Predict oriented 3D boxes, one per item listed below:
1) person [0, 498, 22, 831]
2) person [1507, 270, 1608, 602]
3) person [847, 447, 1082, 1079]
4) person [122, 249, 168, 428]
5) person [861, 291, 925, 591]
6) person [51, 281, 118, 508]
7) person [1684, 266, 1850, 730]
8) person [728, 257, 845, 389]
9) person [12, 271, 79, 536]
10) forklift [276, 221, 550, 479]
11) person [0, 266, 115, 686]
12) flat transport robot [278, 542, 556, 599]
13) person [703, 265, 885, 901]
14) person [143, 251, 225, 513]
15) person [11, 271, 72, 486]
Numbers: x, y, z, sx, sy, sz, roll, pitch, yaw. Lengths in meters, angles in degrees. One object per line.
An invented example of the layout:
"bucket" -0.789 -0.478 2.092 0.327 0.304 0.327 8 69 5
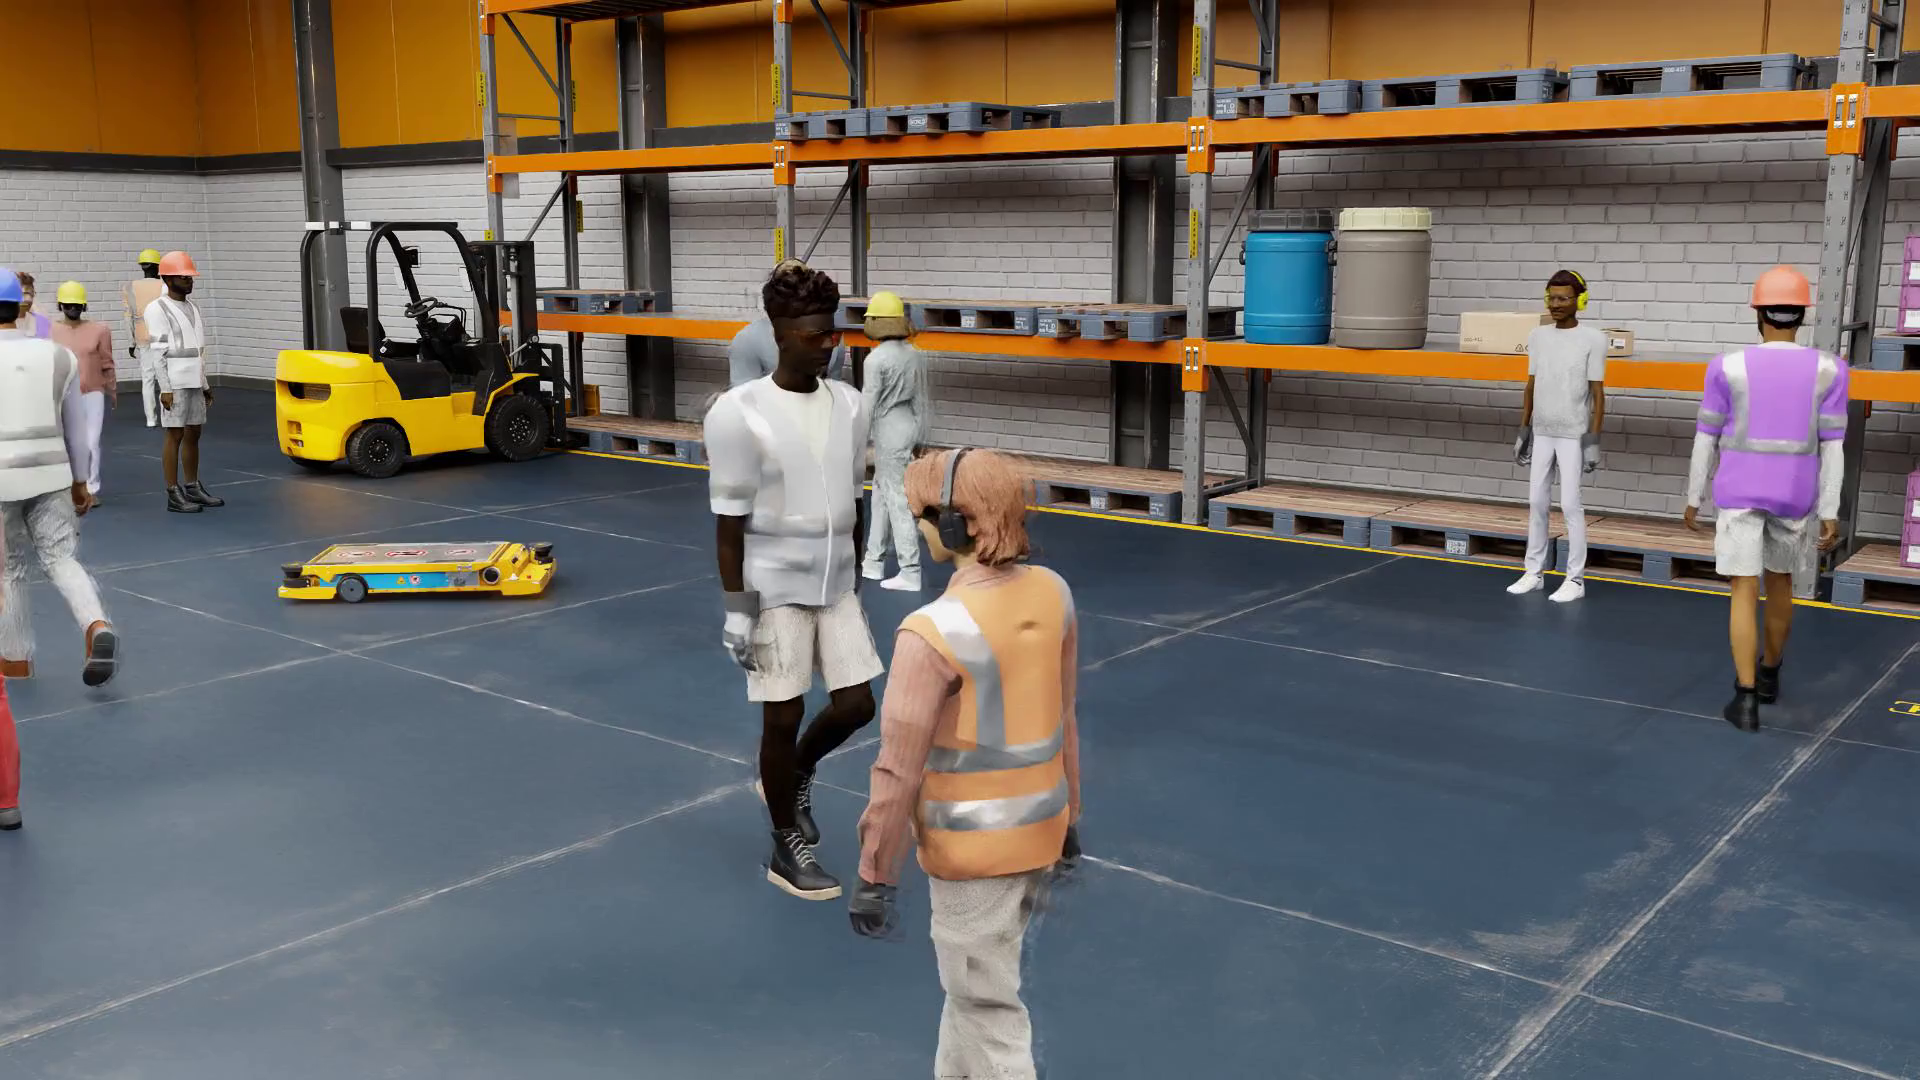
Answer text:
"person" -3.429 0.158 5.522 0.321 1.766 0.535 4 11 23
"person" 3.371 -0.582 9.371 0.319 1.860 0.510 -7 12 -34
"person" -0.048 0.613 3.364 0.633 1.617 0.545 7 12 35
"person" -8.690 -2.169 17.979 0.585 1.921 0.383 -2 10 -11
"person" -0.494 -0.573 9.666 0.711 1.717 0.507 6 12 28
"person" -6.817 -1.141 12.864 0.541 1.717 0.889 -5 11 -26
"person" 3.399 -0.199 7.091 0.563 1.905 0.830 3 11 14
"person" -0.793 -0.368 7.953 0.631 1.940 0.372 -9 13 -40
"person" -6.269 -0.904 11.272 0.785 1.805 0.554 1 10 8
"forklift" -4.922 -1.741 14.854 1.214 2.155 2.313 8 13 38
"person" -4.153 -0.261 7.442 0.823 1.920 0.617 8 13 36
"flat transport robot" -3.110 0.167 9.611 1.431 0.197 0.652 -1 10 -6
"person" -0.520 0.138 5.130 0.605 1.952 0.462 -9 14 -41
"person" -5.791 -1.177 12.434 0.360 1.939 0.543 2 10 9
"person" -7.634 -1.289 13.502 0.987 1.780 0.636 -5 11 -25
